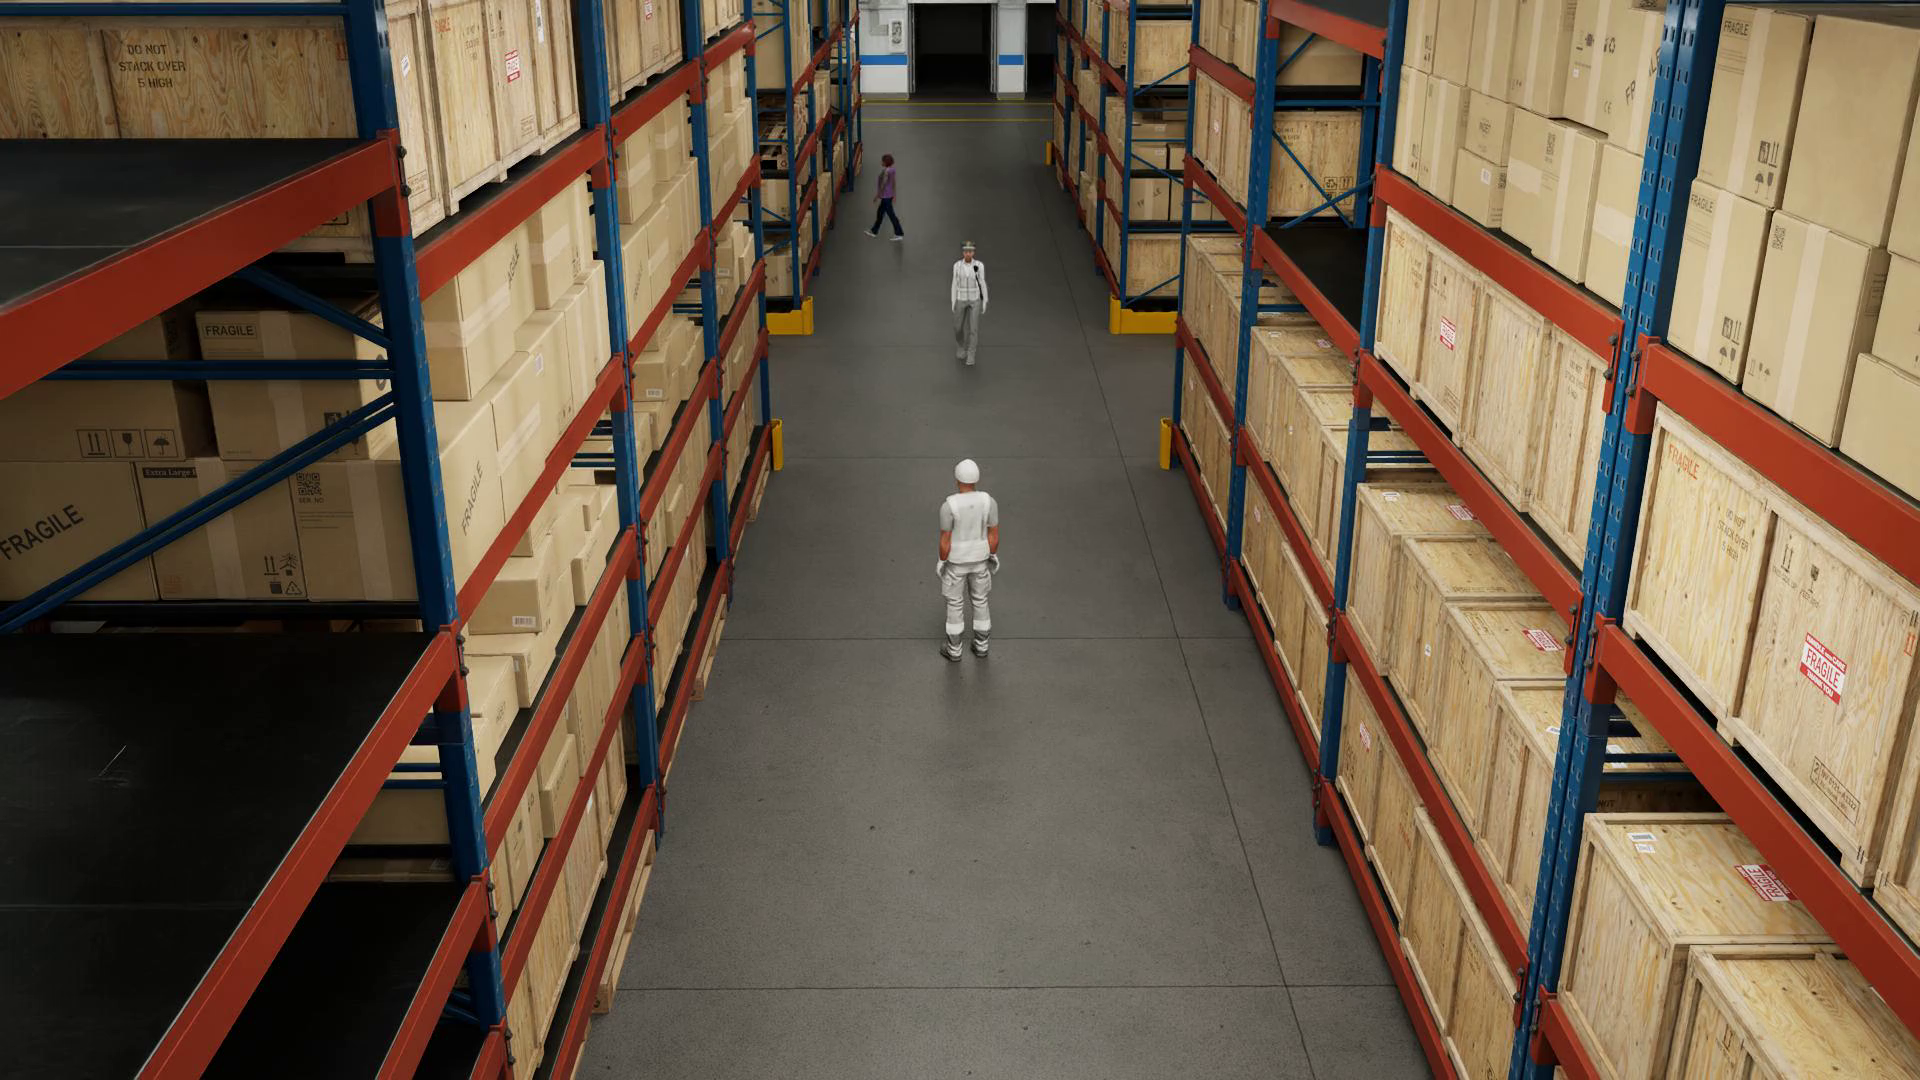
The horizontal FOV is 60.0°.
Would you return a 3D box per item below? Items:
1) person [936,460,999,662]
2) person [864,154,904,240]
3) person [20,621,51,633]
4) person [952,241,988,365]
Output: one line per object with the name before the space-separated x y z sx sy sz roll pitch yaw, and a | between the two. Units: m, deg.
person | 0.051 0.159 14.076 0.548 1.794 0.379 -7 23 -17
person | -1.449 -6.372 30.900 0.851 1.568 0.440 6 22 15
person | -6.418 1.169 11.760 0.429 1.568 0.817 -13 25 -29
person | 0.134 -3.284 22.927 0.505 1.693 0.463 1 22 3
